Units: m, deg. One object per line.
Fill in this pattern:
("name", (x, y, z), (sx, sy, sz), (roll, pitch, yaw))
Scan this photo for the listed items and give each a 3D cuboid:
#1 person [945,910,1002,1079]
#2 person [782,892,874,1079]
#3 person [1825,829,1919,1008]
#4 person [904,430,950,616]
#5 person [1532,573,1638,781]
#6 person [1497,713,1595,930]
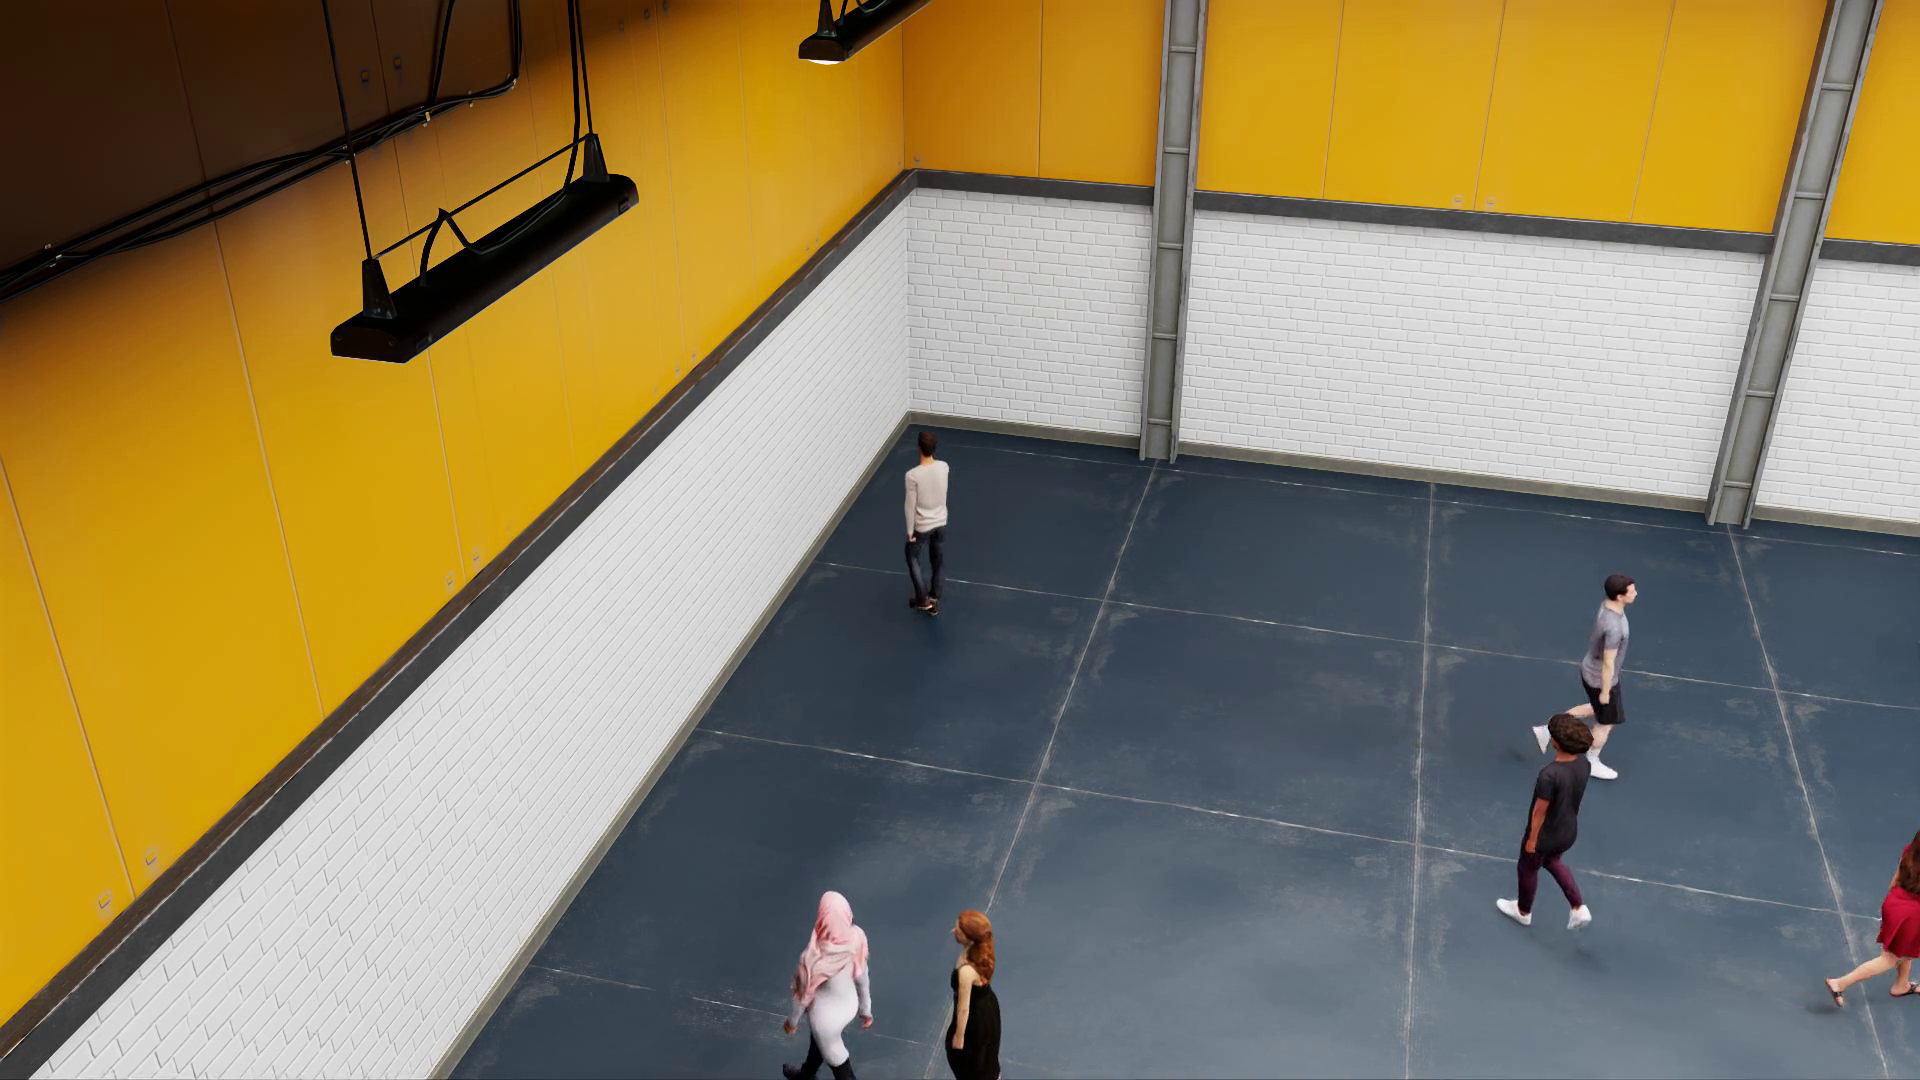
("person", (0.116, 2.901, 10.060), (0.569, 1.615, 0.583), (8, 30, 14))
("person", (-0.699, 2.910, 9.903), (1.256, 1.750, 0.979), (22, 35, 34))
("person", (6.171, 2.472, 10.940), (1.093, 1.525, 0.789), (-3, 29, -5))
("person", (-0.249, -0.108, 15.329), (0.743, 1.852, 0.812), (-14, 32, -24))
("person", (4.998, 1.061, 13.191), (0.922, 1.846, 0.676), (7, 29, 12))
("person", (4.156, 2.017, 11.523), (0.916, 1.766, 1.002), (-19, 34, -30))
